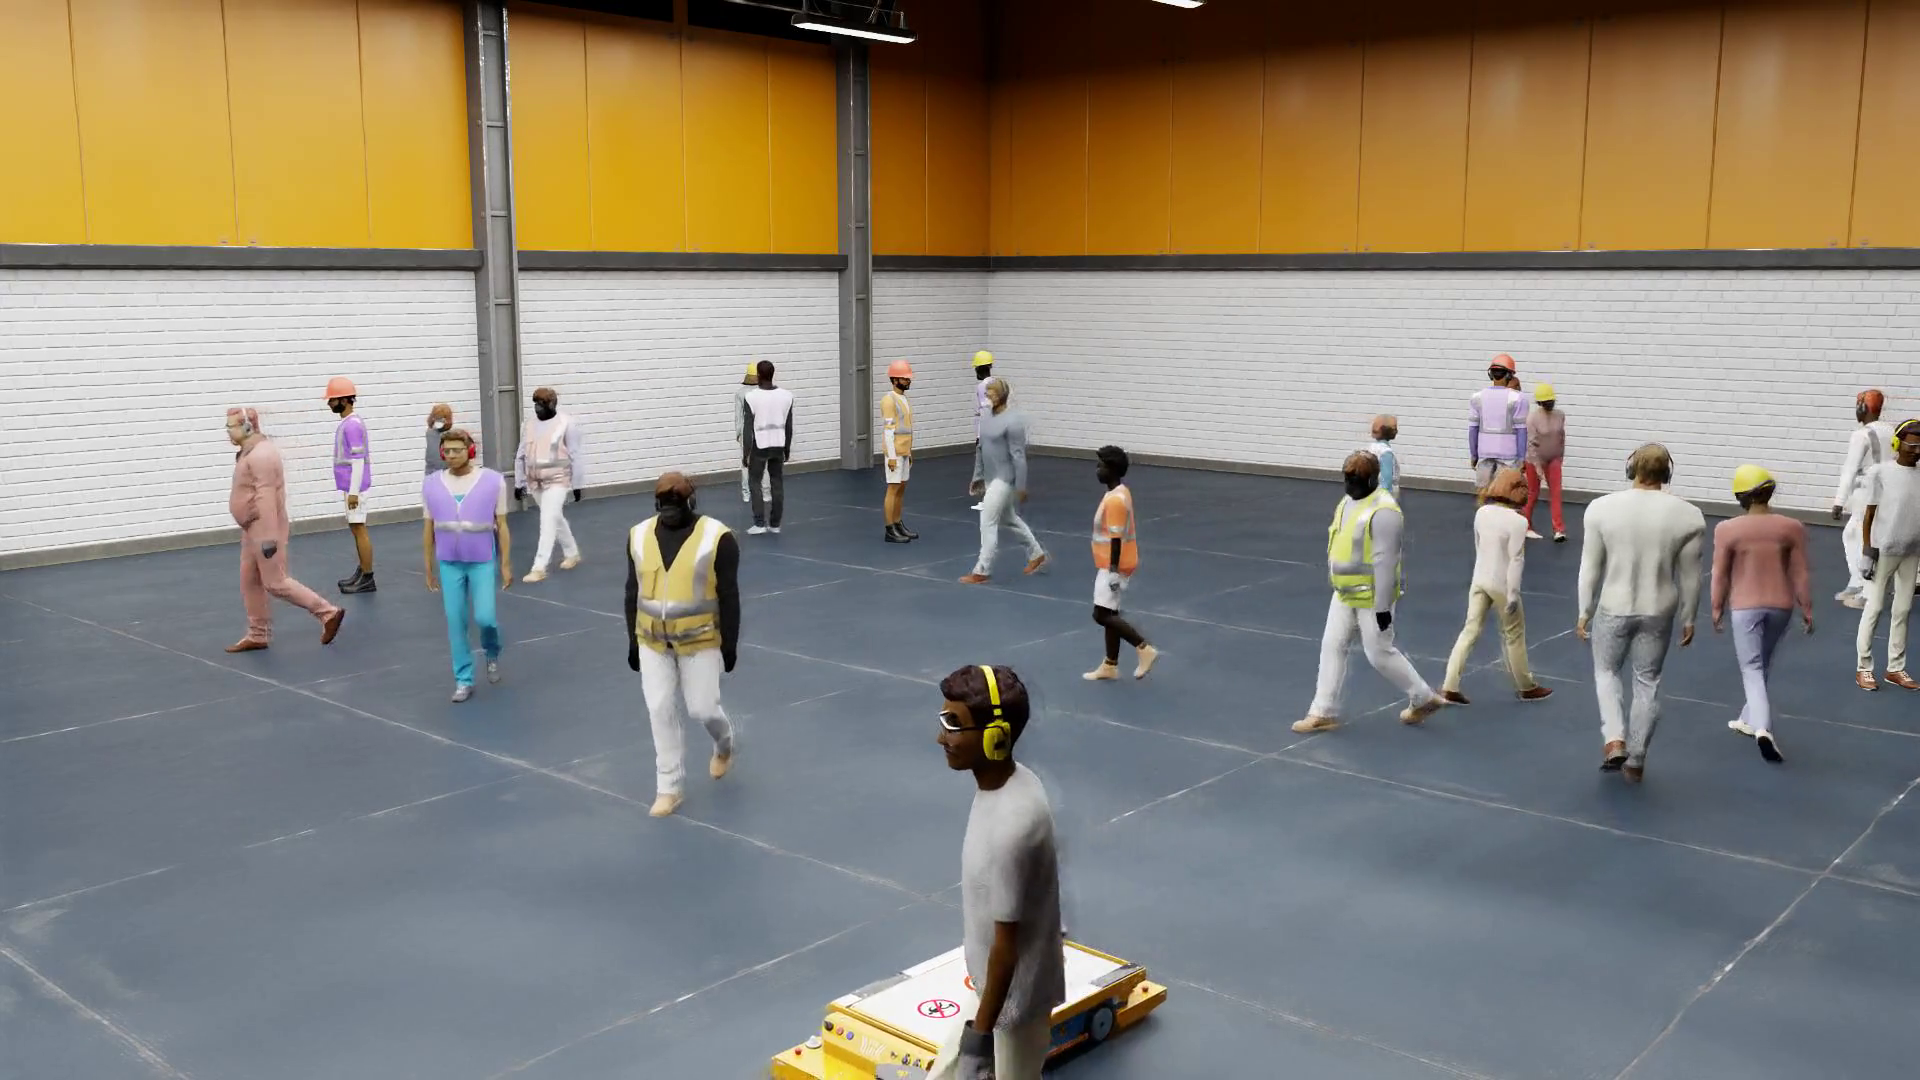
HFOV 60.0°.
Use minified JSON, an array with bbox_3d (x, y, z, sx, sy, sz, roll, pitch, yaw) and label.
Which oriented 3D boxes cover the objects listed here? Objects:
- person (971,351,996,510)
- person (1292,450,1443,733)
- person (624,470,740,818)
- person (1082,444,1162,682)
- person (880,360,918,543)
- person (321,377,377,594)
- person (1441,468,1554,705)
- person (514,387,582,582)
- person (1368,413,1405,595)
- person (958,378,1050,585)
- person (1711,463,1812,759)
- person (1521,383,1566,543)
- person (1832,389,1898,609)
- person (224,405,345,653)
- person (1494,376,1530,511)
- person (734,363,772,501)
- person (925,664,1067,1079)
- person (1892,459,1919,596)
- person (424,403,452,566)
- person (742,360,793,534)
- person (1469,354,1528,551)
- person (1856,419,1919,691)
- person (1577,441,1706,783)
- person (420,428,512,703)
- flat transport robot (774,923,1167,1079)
[{"bbox_3d":[0.306,-1.321,20.116,0.380,1.922,0.593,3,9,17],"label":"person"},{"bbox_3d":[2.557,0.323,10.240,0.894,1.793,0.672,-2,9,-13],"label":"person"},{"bbox_3d":[-1.462,0.522,8.873,0.635,1.829,0.630,2,9,12],"label":"person"},{"bbox_3d":[1.108,0.180,11.464,0.455,1.686,0.534,1,9,7],"label":"person"},{"bbox_3d":[-0.635,-0.940,17.684,0.358,1.937,0.549,3,9,17],"label":"person"},{"bbox_3d":[-5.455,-0.487,14.845,0.377,1.932,0.552,-4,10,-22],"label":"person"},{"bbox_3d":[3.531,0.312,10.946,0.869,1.583,0.513,-4,10,-25],"label":"person"},{"bbox_3d":[-3.880,-0.551,15.729,0.631,1.802,0.979,4,10,24],"label":"person"},{"bbox_3d":[3.667,-0.308,14.701,0.526,1.626,0.518,1,9,4],"label":"person"},{"bbox_3d":[0.443,-0.555,15.384,0.979,1.906,0.623,-4,10,-24],"label":"person"},{"bbox_3d":[4.796,0.408,9.915,0.551,1.714,0.822,0,9,1],"label":"person"},{"bbox_3d":[6.206,-0.811,17.602,0.568,1.701,0.779,-2,9,-14],"label":"person"},{"bbox_3d":[7.692,-0.347,14.171,0.718,1.863,0.587,-6,11,-34],"label":"person"},{"bbox_3d":[-5.127,-0.085,12.503,0.766,1.881,0.659,-6,11,-31],"label":"person"},{"bbox_3d":[6.629,-1.168,20.095,0.503,1.632,0.289,9,12,43],"label":"person"},{"bbox_3d":[-2.575,-1.352,20.876,0.492,1.742,0.319,0,9,1],"label":"person"},{"bbox_3d":[0.055,1.226,4.371,0.648,1.844,0.552,-1,9,-5],"label":"person"},{"bbox_3d":[8.476,-0.395,14.460,0.327,1.877,0.519,-3,10,-19],"label":"person"},{"bbox_3d":[-5.023,-0.549,16.269,0.537,1.600,0.631,7,11,36],"label":"person"},{"bbox_3d":[-2.103,-1.011,18.198,0.621,1.917,0.424,-5,11,-30],"label":"person"},{"bbox_3d":[5.506,-0.883,17.012,0.606,2.039,0.380,7,11,38],"label":"person"},{"bbox_3d":[6.418,0.103,11.366,0.512,1.865,0.329,0,9,-2],"label":"person"},{"bbox_3d":[3.789,0.404,9.289,0.649,1.920,0.441,3,10,18],"label":"person"},{"bbox_3d":[-3.293,0.153,11.130,0.587,1.834,0.469,-1,9,-4],"label":"person"},{"bbox_3d":[0.074,1.737,6.092,0.652,0.197,1.431,8,12,42],"label":"flat transport robot"}]
